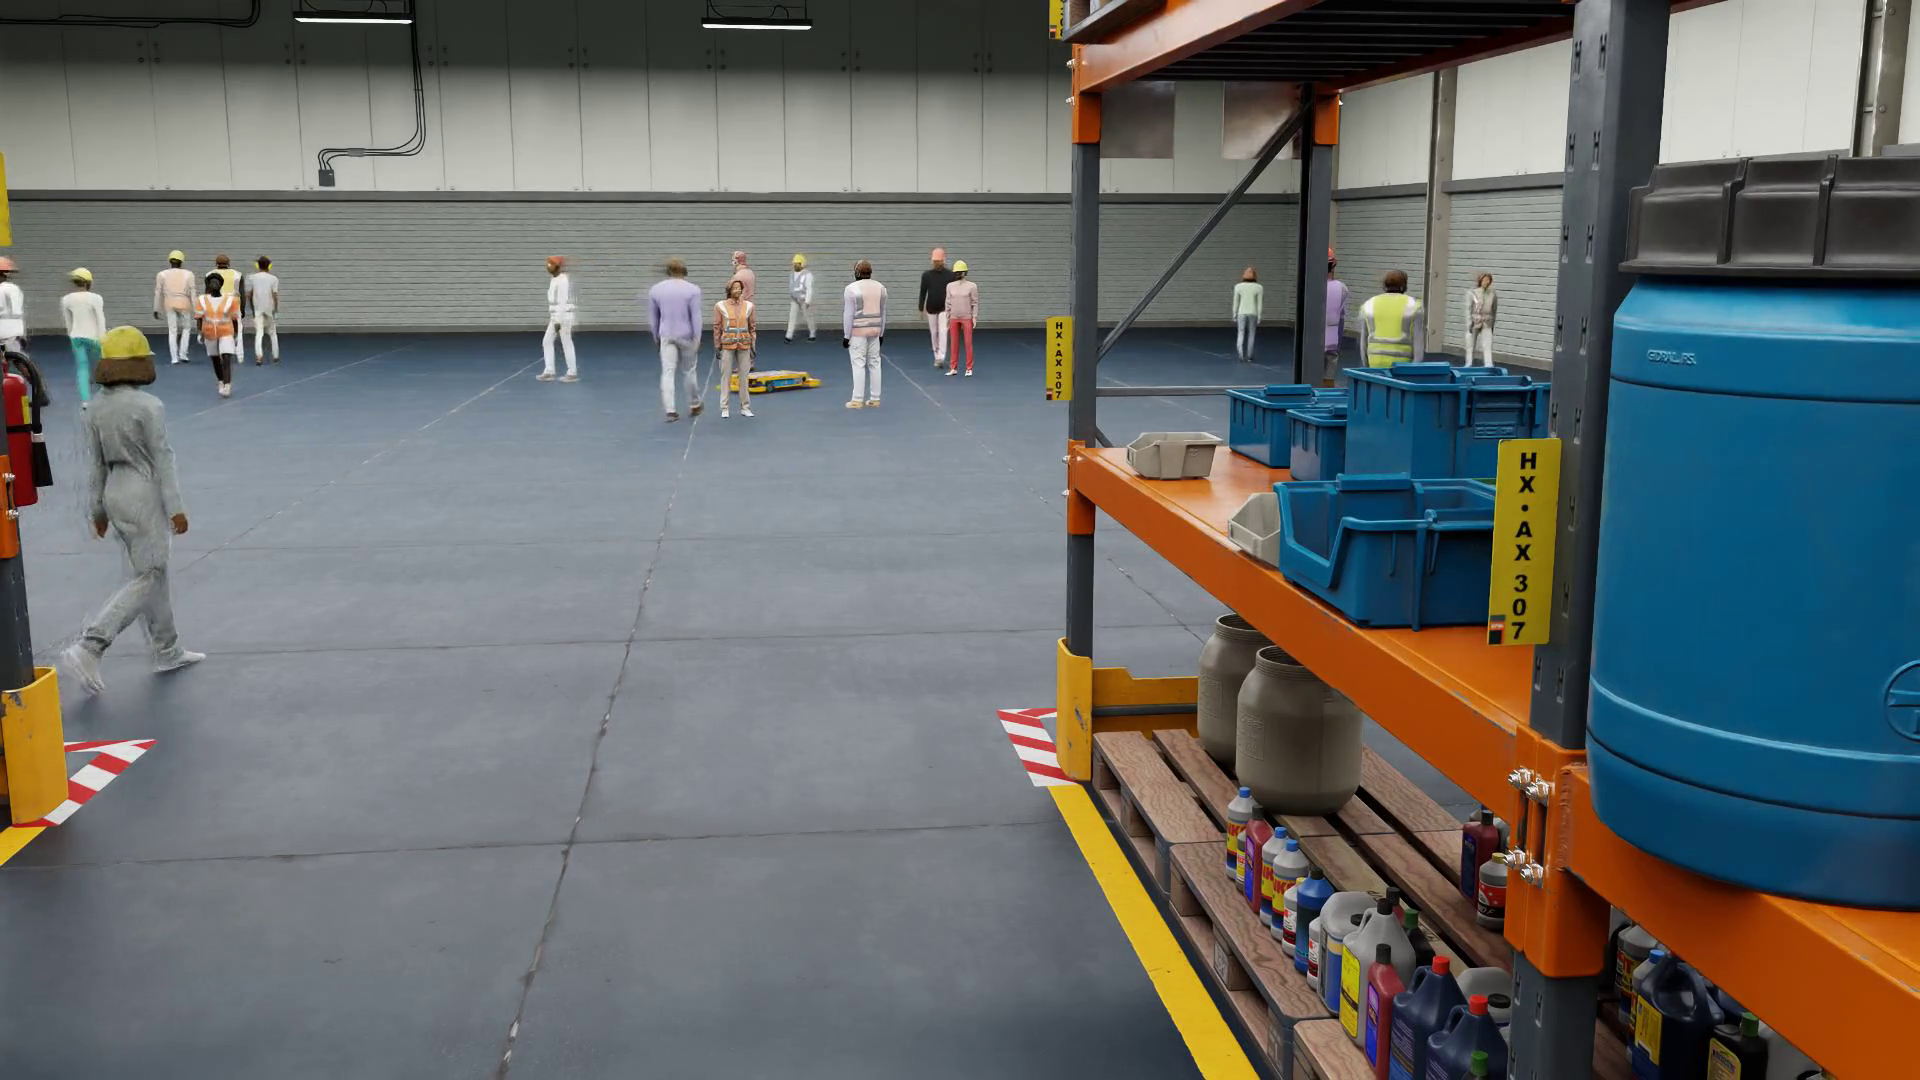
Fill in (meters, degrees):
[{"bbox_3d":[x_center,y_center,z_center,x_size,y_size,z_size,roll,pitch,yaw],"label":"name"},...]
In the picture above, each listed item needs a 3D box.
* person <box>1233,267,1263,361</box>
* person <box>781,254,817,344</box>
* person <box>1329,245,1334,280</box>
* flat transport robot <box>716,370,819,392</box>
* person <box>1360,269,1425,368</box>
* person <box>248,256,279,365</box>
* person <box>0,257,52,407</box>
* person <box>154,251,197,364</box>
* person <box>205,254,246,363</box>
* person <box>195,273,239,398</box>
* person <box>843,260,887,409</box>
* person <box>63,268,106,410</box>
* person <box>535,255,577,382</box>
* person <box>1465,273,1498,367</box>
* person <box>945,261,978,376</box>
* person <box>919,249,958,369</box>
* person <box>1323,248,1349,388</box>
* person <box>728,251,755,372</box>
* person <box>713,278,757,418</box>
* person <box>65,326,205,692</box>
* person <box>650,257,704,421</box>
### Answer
[{"bbox_3d":[4.933,-3.864,28.527,0.506,1.622,0.546,3,11,15],"label":"person"},{"bbox_3d":[-3.200,-4.818,33.302,0.614,1.780,0.953,7,13,35],"label":"person"},{"bbox_3d":[6.757,-4.506,31.011,0.613,1.991,0.391,-8,13,-36],"label":"person"},{"bbox_3d":[-2.674,-2.221,23.204,0.652,0.197,1.431,7,13,35],"label":"flat transport robot"},{"bbox_3d":[4.198,-1.697,16.066,0.654,1.819,0.680,6,12,31],"label":"person"},{"bbox_3d":[-11.651,-3.840,27.837,0.504,1.831,0.968,-3,11,-15],"label":"person"},{"bbox_3d":[-11.884,-2.580,20.751,0.977,1.890,0.558,-1,10,-5],"label":"person"},{"bbox_3d":[-13.250,-3.929,28.112,0.739,1.882,0.794,-3,11,-16],"label":"person"},{"bbox_3d":[-12.411,-3.905,28.129,0.625,1.844,0.429,-6,12,-31],"label":"person"},{"bbox_3d":[-9.928,-2.746,22.280,0.528,1.658,0.874,-2,11,-12],"label":"person"},{"bbox_3d":[-1.208,-2.560,20.756,0.630,1.843,0.429,-9,14,-40],"label":"person"},{"bbox_3d":[-10.823,-2.499,20.671,0.537,1.739,0.578,1,10,3],"label":"person"},{"bbox_3d":[-5.976,-3.229,24.354,0.744,1.859,0.615,-5,12,-28],"label":"person"},{"bbox_3d":[7.778,-3.173,24.801,0.508,1.591,0.878,0,10,-2],"label":"person"},{"bbox_3d":[0.018,-3.390,25.512,0.527,1.768,0.331,4,11,21],"label":"person"},{"bbox_3d":[-0.361,-3.763,27.120,0.623,1.937,1.068,2,11,11],"label":"person"},{"bbox_3d":[3.683,-1.988,17.065,0.607,2.044,0.371,-8,13,-36],"label":"person"},{"bbox_3d":[-3.456,-3.594,26.260,0.404,1.903,0.636,2,10,8],"label":"person"},{"bbox_3d":[-2.662,-2.268,19.692,0.522,1.645,0.306,-4,11,-23],"label":"person"},{"bbox_3d":[-3.979,-0.158,7.919,0.485,1.715,0.738,6,12,29],"label":"person"},{"bbox_3d":[-3.300,-2.360,19.516,0.649,1.882,1.018,1,10,7],"label":"person"}]
